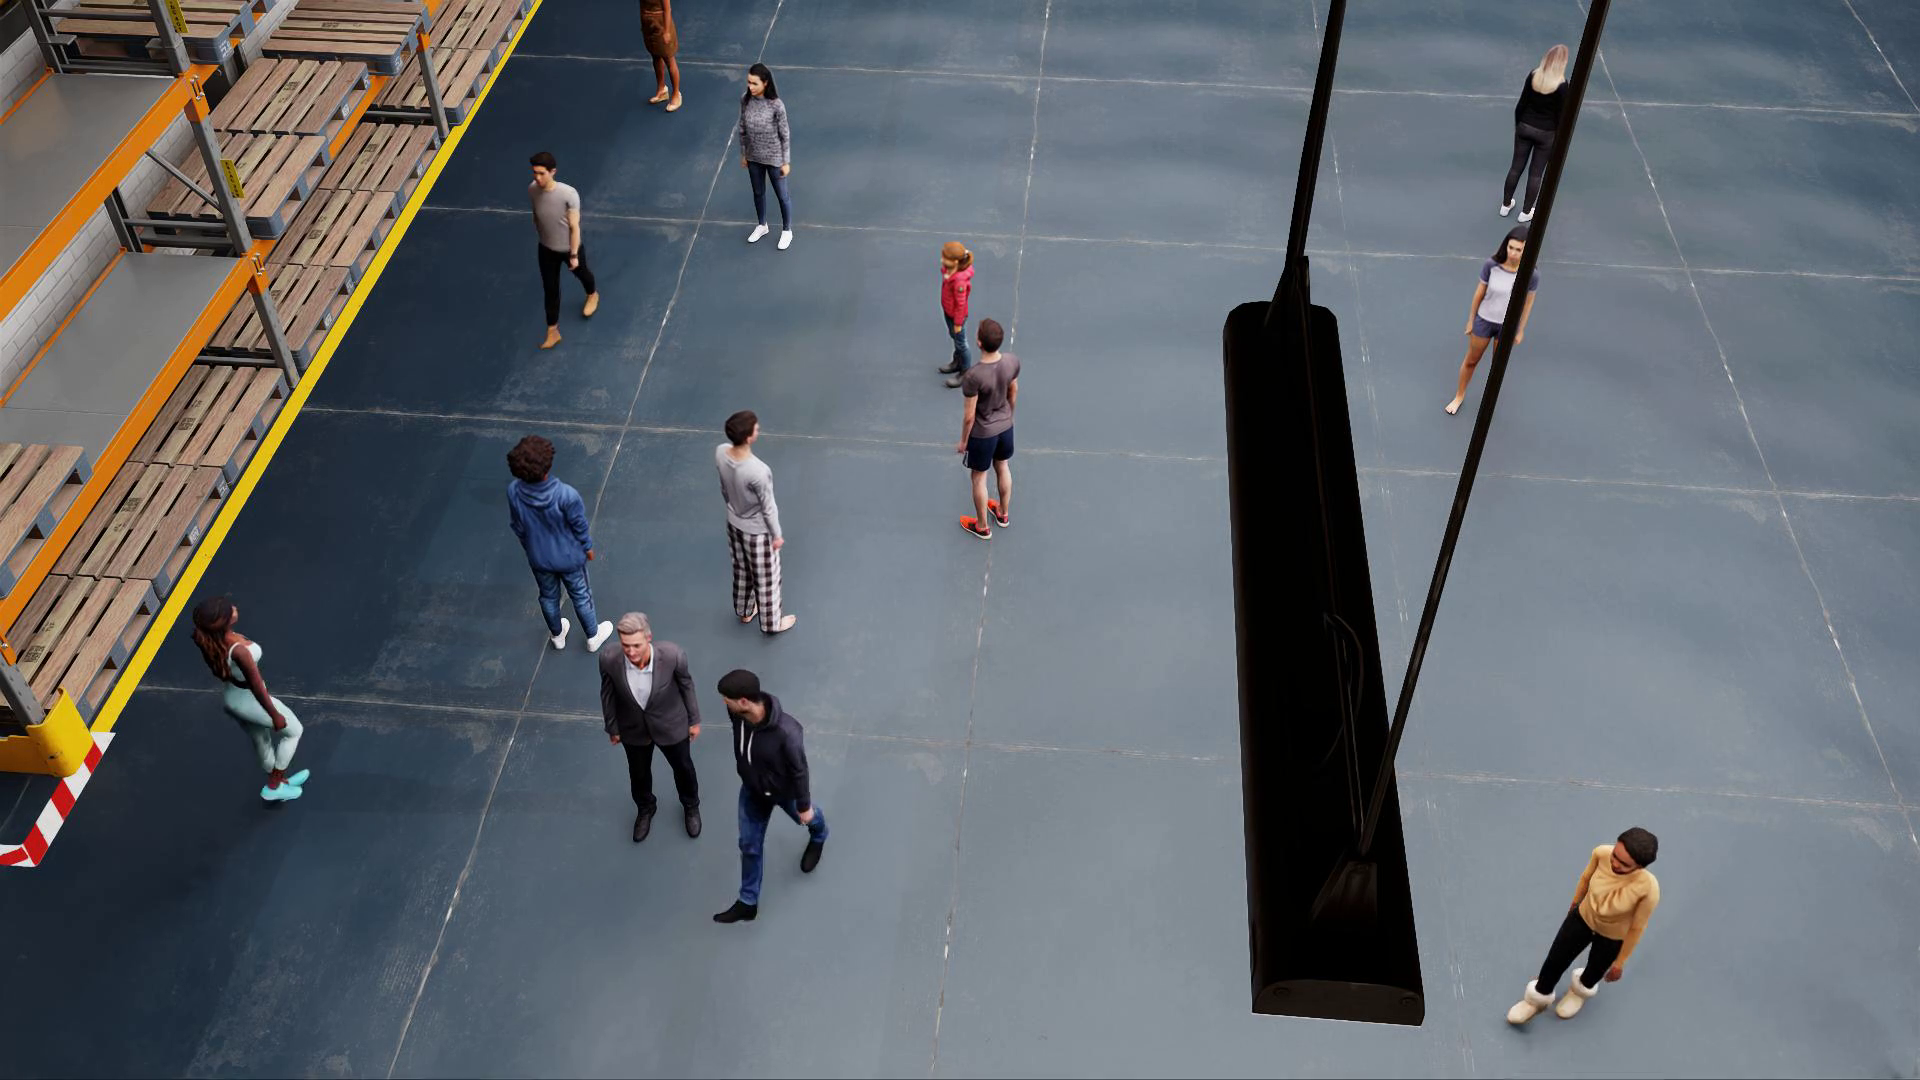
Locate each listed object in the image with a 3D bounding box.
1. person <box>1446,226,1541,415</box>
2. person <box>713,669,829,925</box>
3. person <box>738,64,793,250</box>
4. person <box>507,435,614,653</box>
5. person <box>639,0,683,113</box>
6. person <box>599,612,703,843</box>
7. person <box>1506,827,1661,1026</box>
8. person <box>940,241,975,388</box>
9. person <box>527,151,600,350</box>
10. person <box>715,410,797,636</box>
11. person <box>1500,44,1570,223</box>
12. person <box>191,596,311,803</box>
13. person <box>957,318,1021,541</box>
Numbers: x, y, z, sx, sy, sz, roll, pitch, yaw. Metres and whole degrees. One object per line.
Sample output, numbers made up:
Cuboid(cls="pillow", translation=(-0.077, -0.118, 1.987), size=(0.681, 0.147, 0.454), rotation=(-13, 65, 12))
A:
Cuboid(cls="person", translation=(4.150, -1.672, 12.836), size=(0.640, 1.733, 0.595), rotation=(16, 46, 17))
Cuboid(cls="person", translation=(-1.003, 1.347, 9.606), size=(1.106, 1.818, 1.300), rotation=(23, 48, 22))
Cuboid(cls="person", translation=(-1.701, -3.385, 14.636), size=(0.675, 1.732, 0.620), rotation=(16, 46, 16))
Cuboid(cls="person", translation=(-2.672, 0.045, 10.979), size=(0.669, 1.810, 0.568), rotation=(5, 44, 5))
Cuboid(cls="person", translation=(-2.981, -5.062, 16.426), size=(0.645, 1.690, 0.683), rotation=(33, 52, 30))
Cuboid(cls="person", translation=(-1.818, 1.090, 9.860), size=(0.767, 1.840, 0.648), rotation=(-3, 44, -4))
Cuboid(cls="person", translation=(3.517, 2.054, 8.988), size=(0.917, 1.646, 0.857), rotation=(-31, 52, -28))
Cuboid(cls="person", translation=(-0.016, -1.824, 13.300), size=(0.635, 1.315, 0.521), rotation=(-11, 45, -12))
Cuboid(cls="person", translation=(-3.239, -2.469, 13.718), size=(0.733, 1.672, 1.172), rotation=(11, 45, 11))
Cuboid(cls="person", translation=(-1.397, -0.104, 11.108), size=(0.709, 1.847, 0.741), rotation=(33, 53, 30))
Cuboid(cls="person", translation=(5.180, -3.657, 14.955), size=(0.698, 1.686, 0.728), rotation=(32, 52, 29))
Cuboid(cls="person", translation=(-4.319, 1.036, 10.003), size=(0.691, 1.719, 0.732), rotation=(23, 48, 23))
Cuboid(cls="person", translation=(0.206, -0.786, 11.821), size=(0.718, 1.852, 0.773), rotation=(-29, 51, -27))
